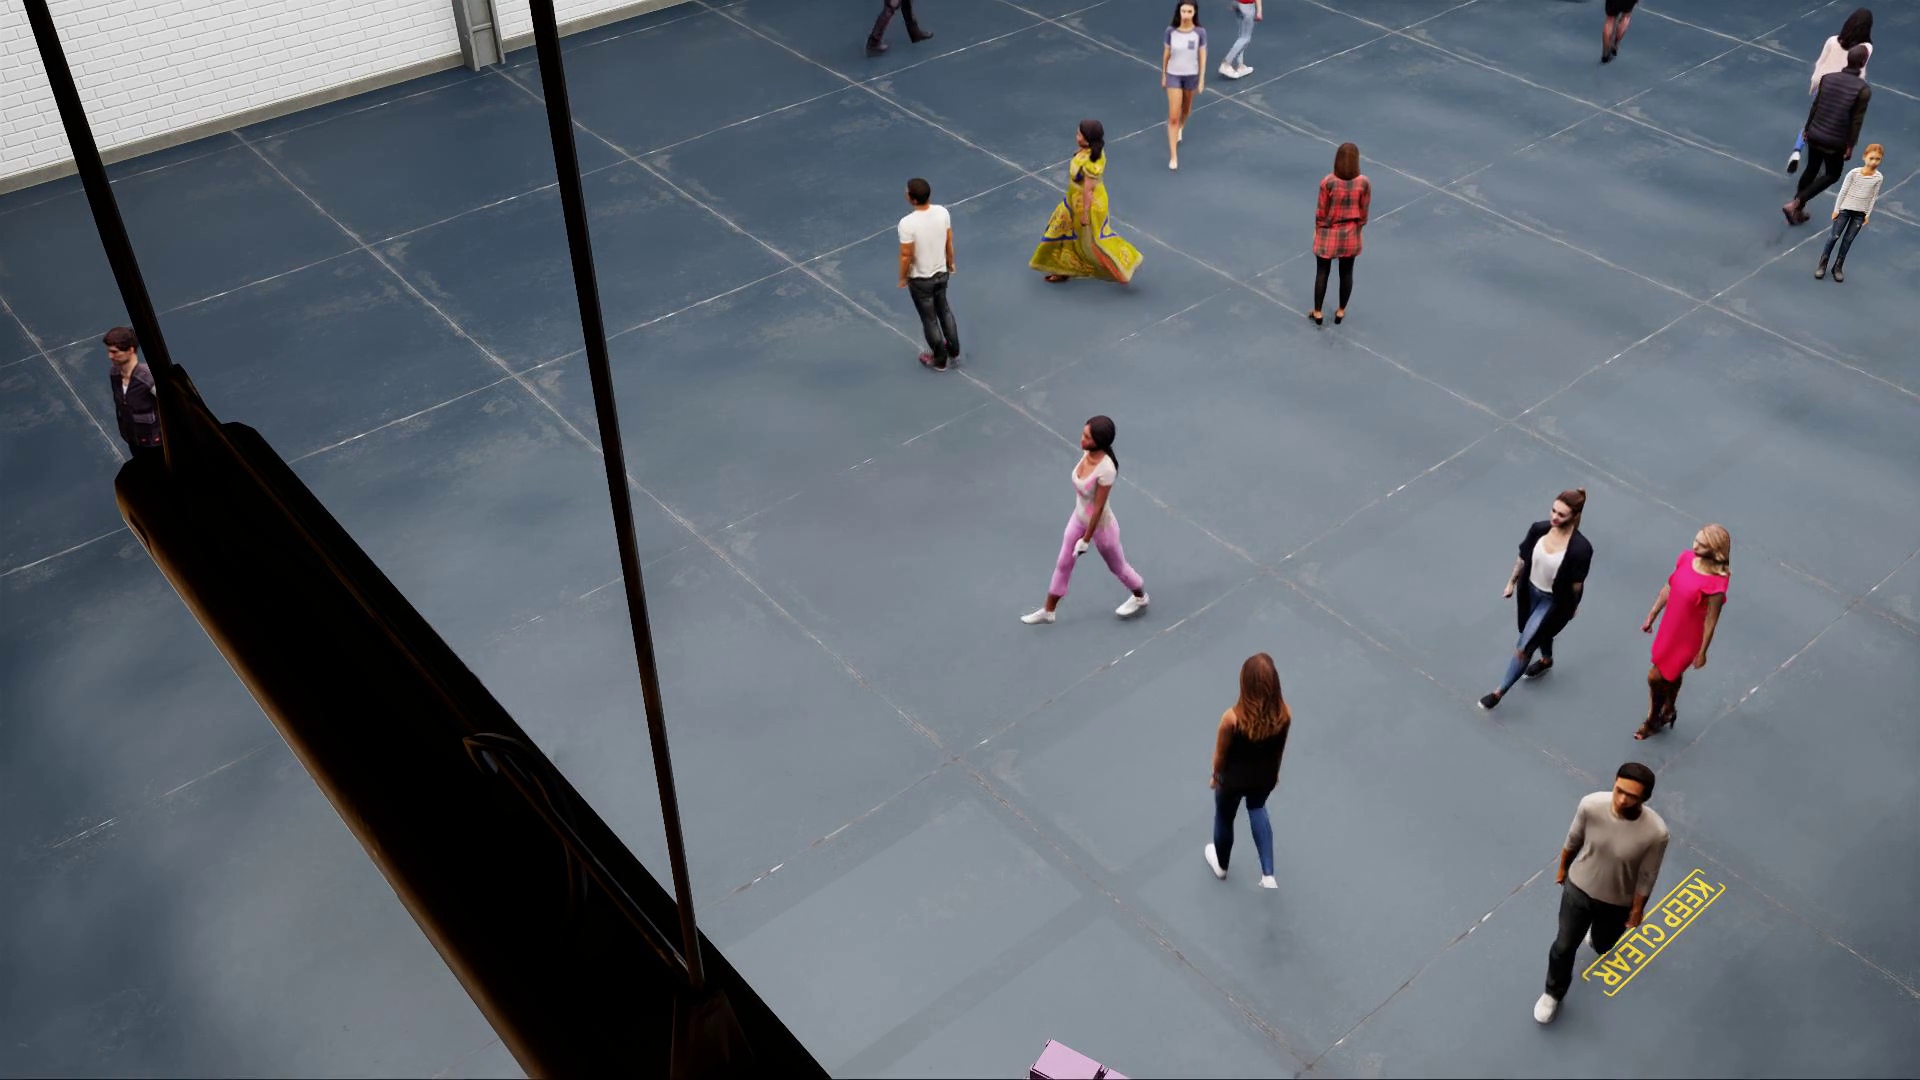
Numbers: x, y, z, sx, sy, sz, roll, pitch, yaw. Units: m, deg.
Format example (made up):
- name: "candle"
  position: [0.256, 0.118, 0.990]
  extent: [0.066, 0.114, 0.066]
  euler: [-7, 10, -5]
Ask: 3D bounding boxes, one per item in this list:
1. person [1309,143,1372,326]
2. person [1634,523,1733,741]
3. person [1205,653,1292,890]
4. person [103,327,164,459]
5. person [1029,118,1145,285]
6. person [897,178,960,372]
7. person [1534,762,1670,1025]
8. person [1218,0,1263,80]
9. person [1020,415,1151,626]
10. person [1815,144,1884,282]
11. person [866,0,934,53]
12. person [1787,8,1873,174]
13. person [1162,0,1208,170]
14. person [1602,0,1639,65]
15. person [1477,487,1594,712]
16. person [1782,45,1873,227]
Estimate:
- name: "person"
  position: [3.320, -2.678, 14.588]
  extent: [0.693, 1.699, 0.758]
  euler: [2, 39, 2]
- name: "person"
  position: [4.642, 0.578, 10.498]
  extent: [0.750, 1.716, 0.710]
  euler: [-7, 39, -9]
- name: "person"
  position: [1.657, 1.405, 9.469]
  extent: [0.831, 1.709, 0.824]
  euler: [-9, 40, -11]
- name: "person"
  position: [-5.810, -0.733, 12.034]
  extent: [0.736, 1.849, 0.735]
  euler: [14, 41, 17]
- name: "person"
  position: [1.238, -3.020, 15.076]
  extent: [1.396, 1.626, 1.239]
  euler: [-2, 39, -3]
- name: "person"
  position: [-0.230, -2.222, 13.954]
  extent: [0.500, 1.778, 0.760]
  euler: [-16, 41, -19]
- name: "person"
  position: [3.471, 1.808, 8.897]
  extent: [0.836, 1.792, 1.091]
  euler: [23, 44, 26]
- name: "person"
  position: [3.196, -6.052, 18.813]
  extent: [0.745, 1.699, 0.691]
  euler: [-18, 42, -21]
- name: "person"
  position: [1.014, -0.096, 11.362]
  extent: [1.252, 1.693, 0.875]
  euler: [-13, 40, -15]
- name: "person"
  position: [8.230, -3.030, 15.338]
  extent: [0.568, 1.315, 0.621]
  euler: [11, 40, 14]
- name: "person"
  position: [-0.809, -6.553, 19.362]
  extent: [1.239, 1.797, 0.938]
  euler: [-16, 41, -20]
- name: "person"
  position: [8.779, -4.469, 16.789]
  extent: [0.698, 1.753, 0.940]
  euler: [32, 48, 33]
- name: "person"
  position: [2.316, -4.802, 17.258]
  extent: [1.106, 1.688, 1.183]
  euler: [4, 39, 6]
- name: "person"
  position: [7.602, -6.293, 19.119]
  extent: [0.697, 1.694, 0.730]
  euler: [18, 42, 21]
- name: "person"
  position: [3.884, 0.340, 10.856]
  extent: [1.087, 1.641, 0.726]
  euler: [-22, 44, -26]
- name: "person"
  position: [8.254, -3.808, 15.905]
  extent: [0.888, 1.822, 0.818]
  euler: [-21, 43, -24]
